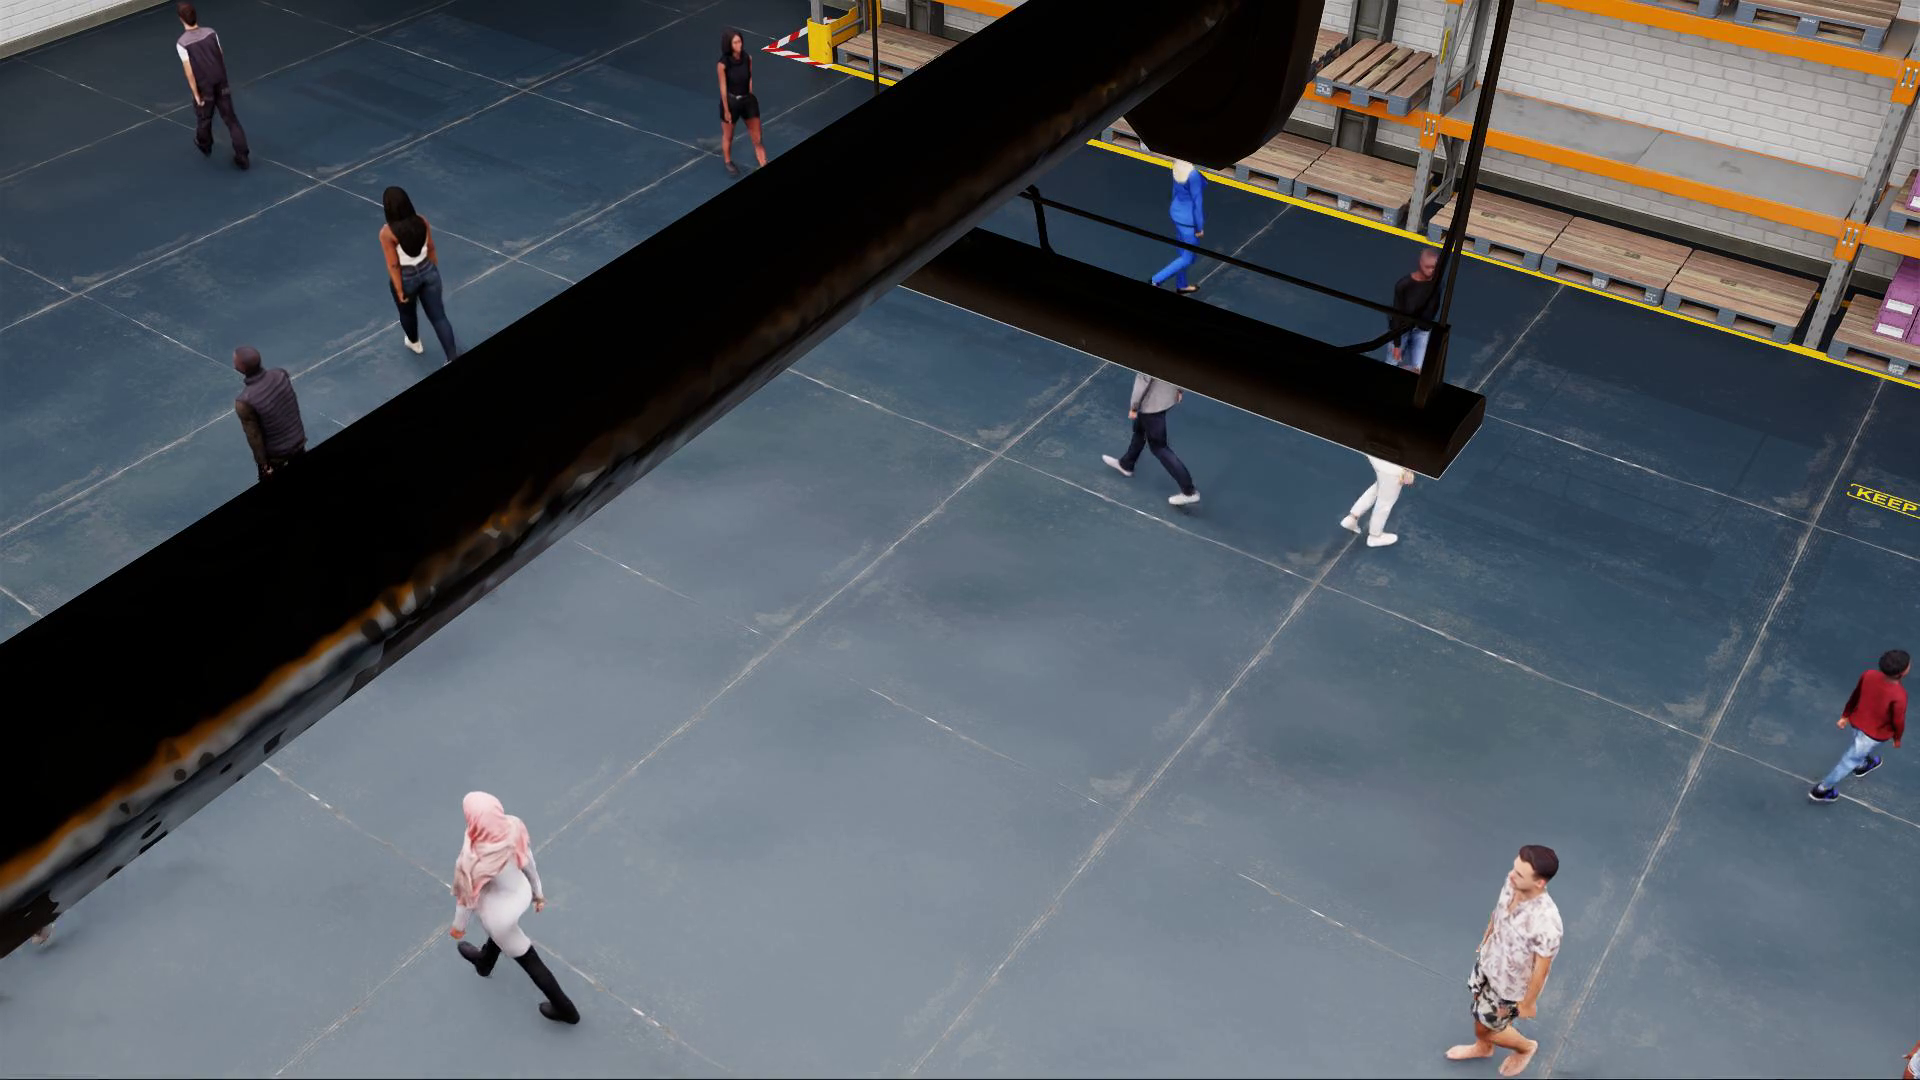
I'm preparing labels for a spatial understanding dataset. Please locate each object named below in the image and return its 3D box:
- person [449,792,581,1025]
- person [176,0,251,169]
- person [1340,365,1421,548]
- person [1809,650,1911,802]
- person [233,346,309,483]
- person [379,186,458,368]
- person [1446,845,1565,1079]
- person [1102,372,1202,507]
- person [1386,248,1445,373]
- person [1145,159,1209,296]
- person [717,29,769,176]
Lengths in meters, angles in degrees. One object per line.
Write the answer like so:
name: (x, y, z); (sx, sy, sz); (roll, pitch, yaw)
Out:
person: (-2.484, 2.131, 9.358); (1.180, 1.755, 0.742); (18, 42, 21)
person: (-8.124, -4.924, 18.143); (1.118, 1.817, 0.778); (31, 48, 33)
person: (3.258, -0.612, 12.853); (0.857, 1.679, 0.802); (-11, 40, -13)
person: (5.912, 1.240, 10.895); (0.888, 1.229, 0.870); (-10, 40, -12)
person: (-5.209, -0.724, 12.888); (1.126, 1.810, 0.777); (18, 42, 21)
person: (-4.805, -2.272, 14.865); (0.905, 1.763, 1.279); (-26, 45, -29)
person: (3.095, 2.321, 9.082); (0.919, 1.803, 0.862); (-5, 39, -6)
person: (1.650, -1.085, 13.329); (1.218, 1.825, 0.697); (23, 44, 26)
person: (3.836, -1.792, 14.314); (1.101, 1.701, 1.096); (-3, 39, -4)
person: (2.086, -3.016, 15.857); (0.964, 1.688, 0.958); (-14, 41, -17)
person: (-2.436, -4.654, 17.908); (0.860, 1.687, 1.254); (-26, 45, -29)
